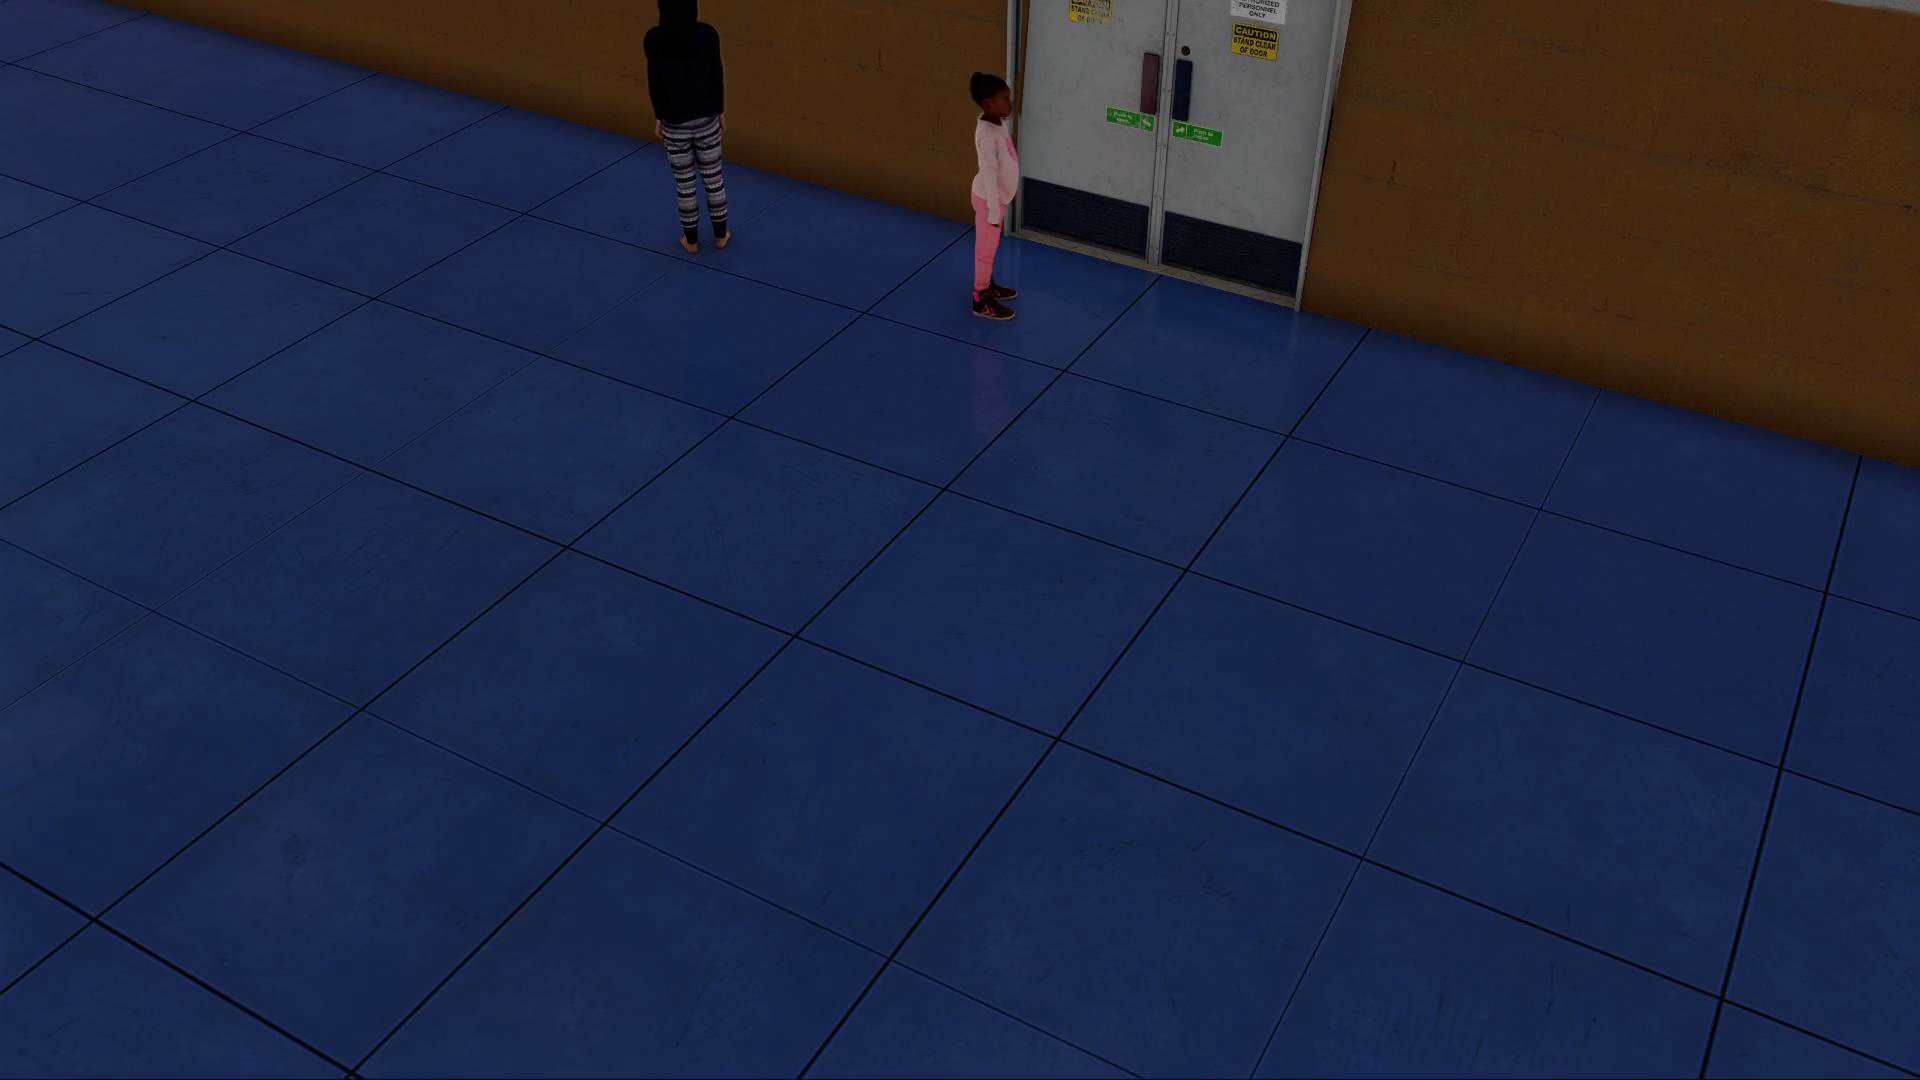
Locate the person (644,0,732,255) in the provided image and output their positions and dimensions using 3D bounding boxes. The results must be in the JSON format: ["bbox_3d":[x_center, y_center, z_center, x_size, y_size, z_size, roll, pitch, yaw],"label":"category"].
[{"bbox_3d":[-1.638,-2.573,10.077,0.669,1.733,0.720,-8,38,-10],"label":"person"}]

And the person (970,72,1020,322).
[{"bbox_3d":[0.175,-1.983,9.533,0.677,1.442,0.562,4,37,5],"label":"person"}]
